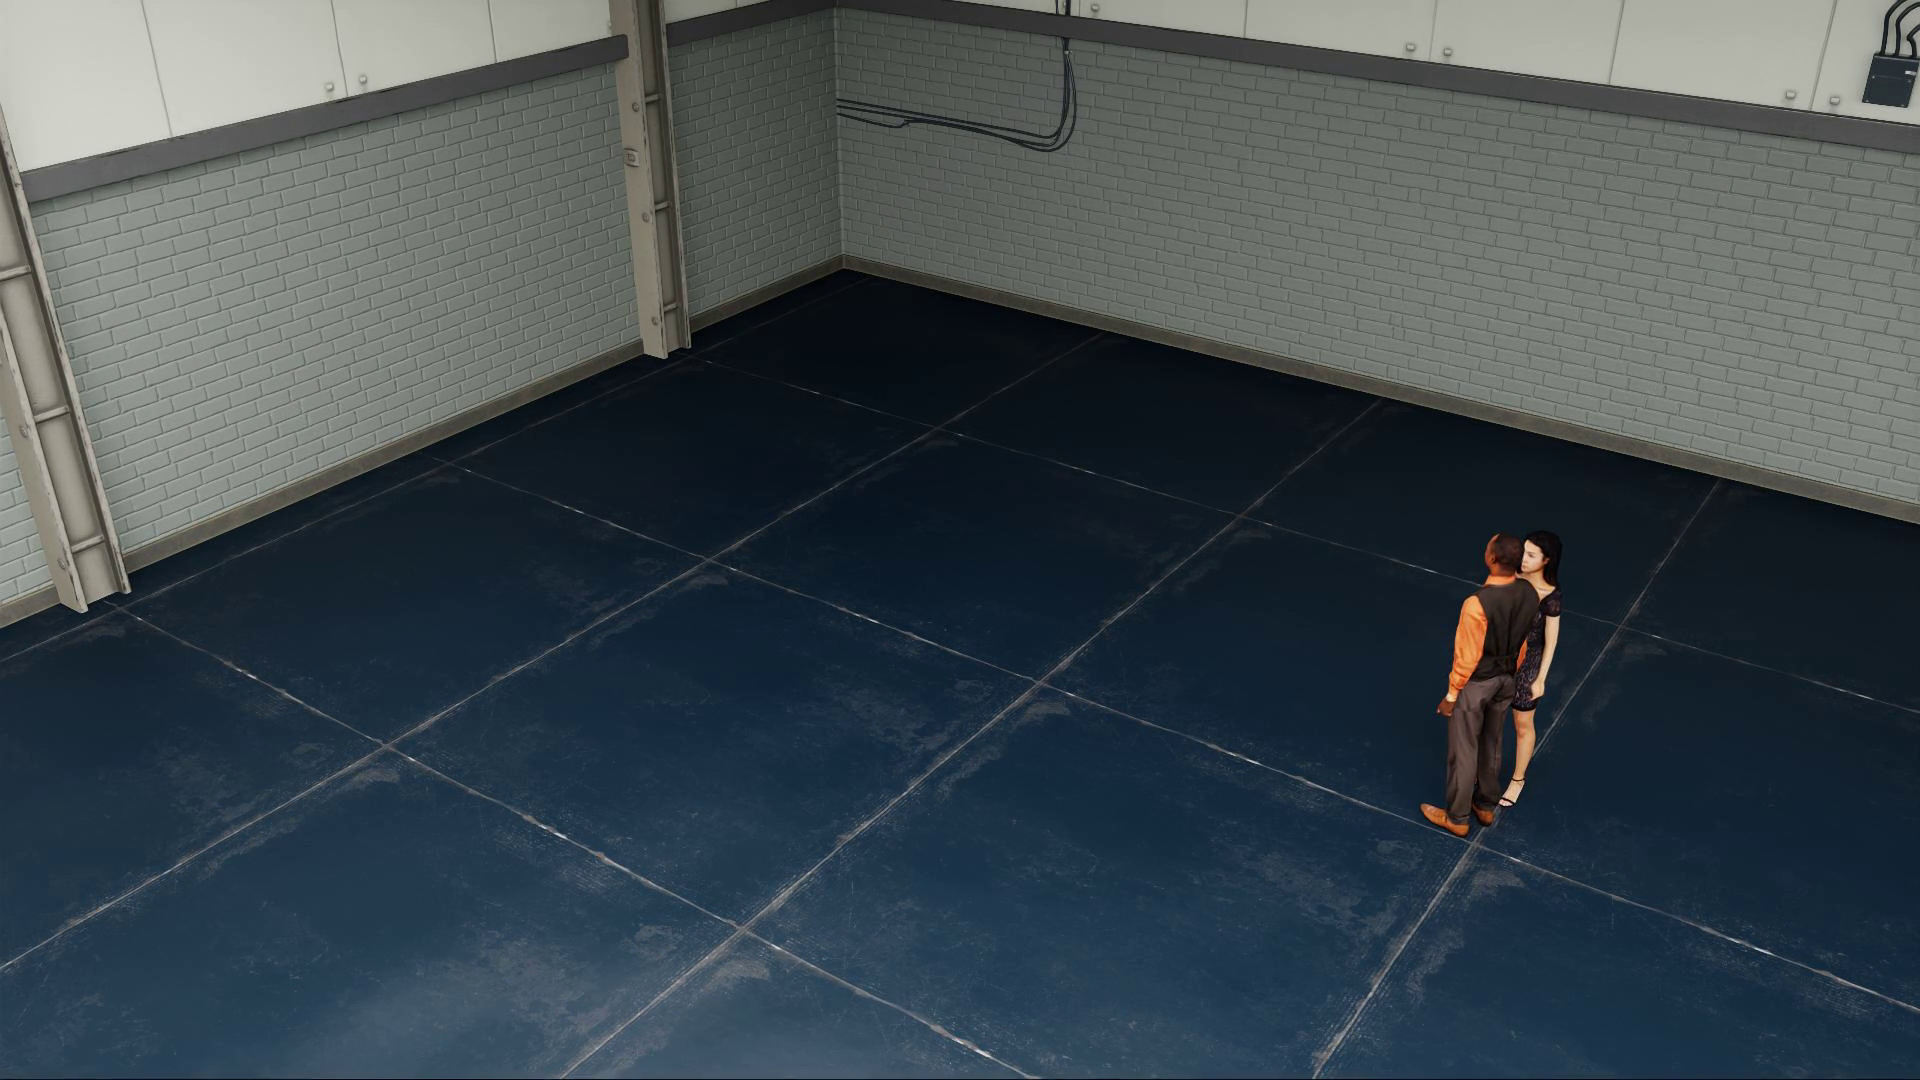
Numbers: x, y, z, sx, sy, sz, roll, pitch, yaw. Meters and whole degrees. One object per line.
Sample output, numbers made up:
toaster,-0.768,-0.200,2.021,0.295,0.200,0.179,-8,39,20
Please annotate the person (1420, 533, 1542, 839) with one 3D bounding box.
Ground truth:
person,2.977,0.822,9.428,0.718,1.908,0.848,-14,31,-24

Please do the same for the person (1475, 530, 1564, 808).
person,3.251,0.745,9.696,0.605,1.792,0.659,-18,33,-30
